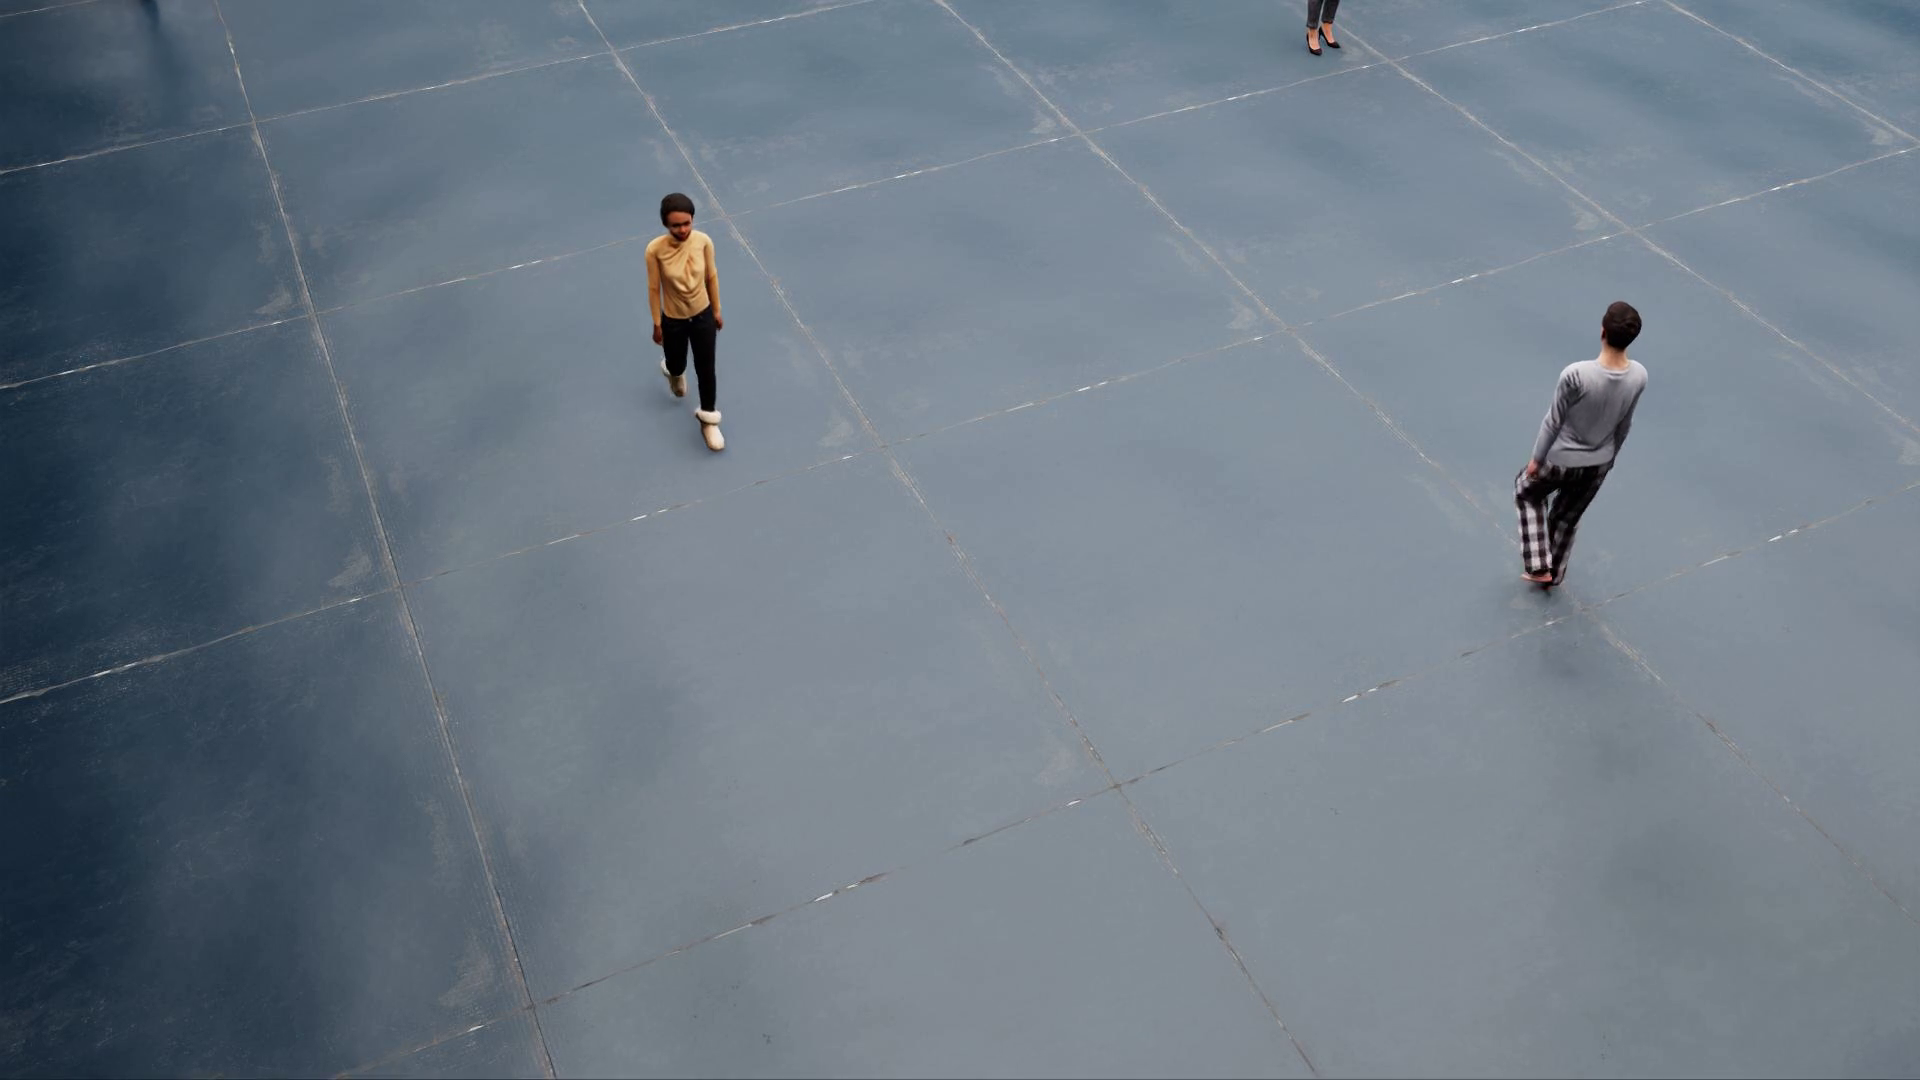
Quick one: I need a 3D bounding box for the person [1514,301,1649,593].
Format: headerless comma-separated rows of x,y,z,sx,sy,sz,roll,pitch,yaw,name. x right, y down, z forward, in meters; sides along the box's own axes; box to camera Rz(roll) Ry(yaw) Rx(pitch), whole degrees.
3.294,-0.392,8.822,0.774,1.837,0.809,-2,42,-2,person

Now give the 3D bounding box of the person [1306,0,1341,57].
3.162,-4.939,13.917,0.671,1.718,0.618,-24,48,-24,person

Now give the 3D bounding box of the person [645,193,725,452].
-1.677,-1.375,10.050,0.661,1.641,0.998,-14,44,-15,person
